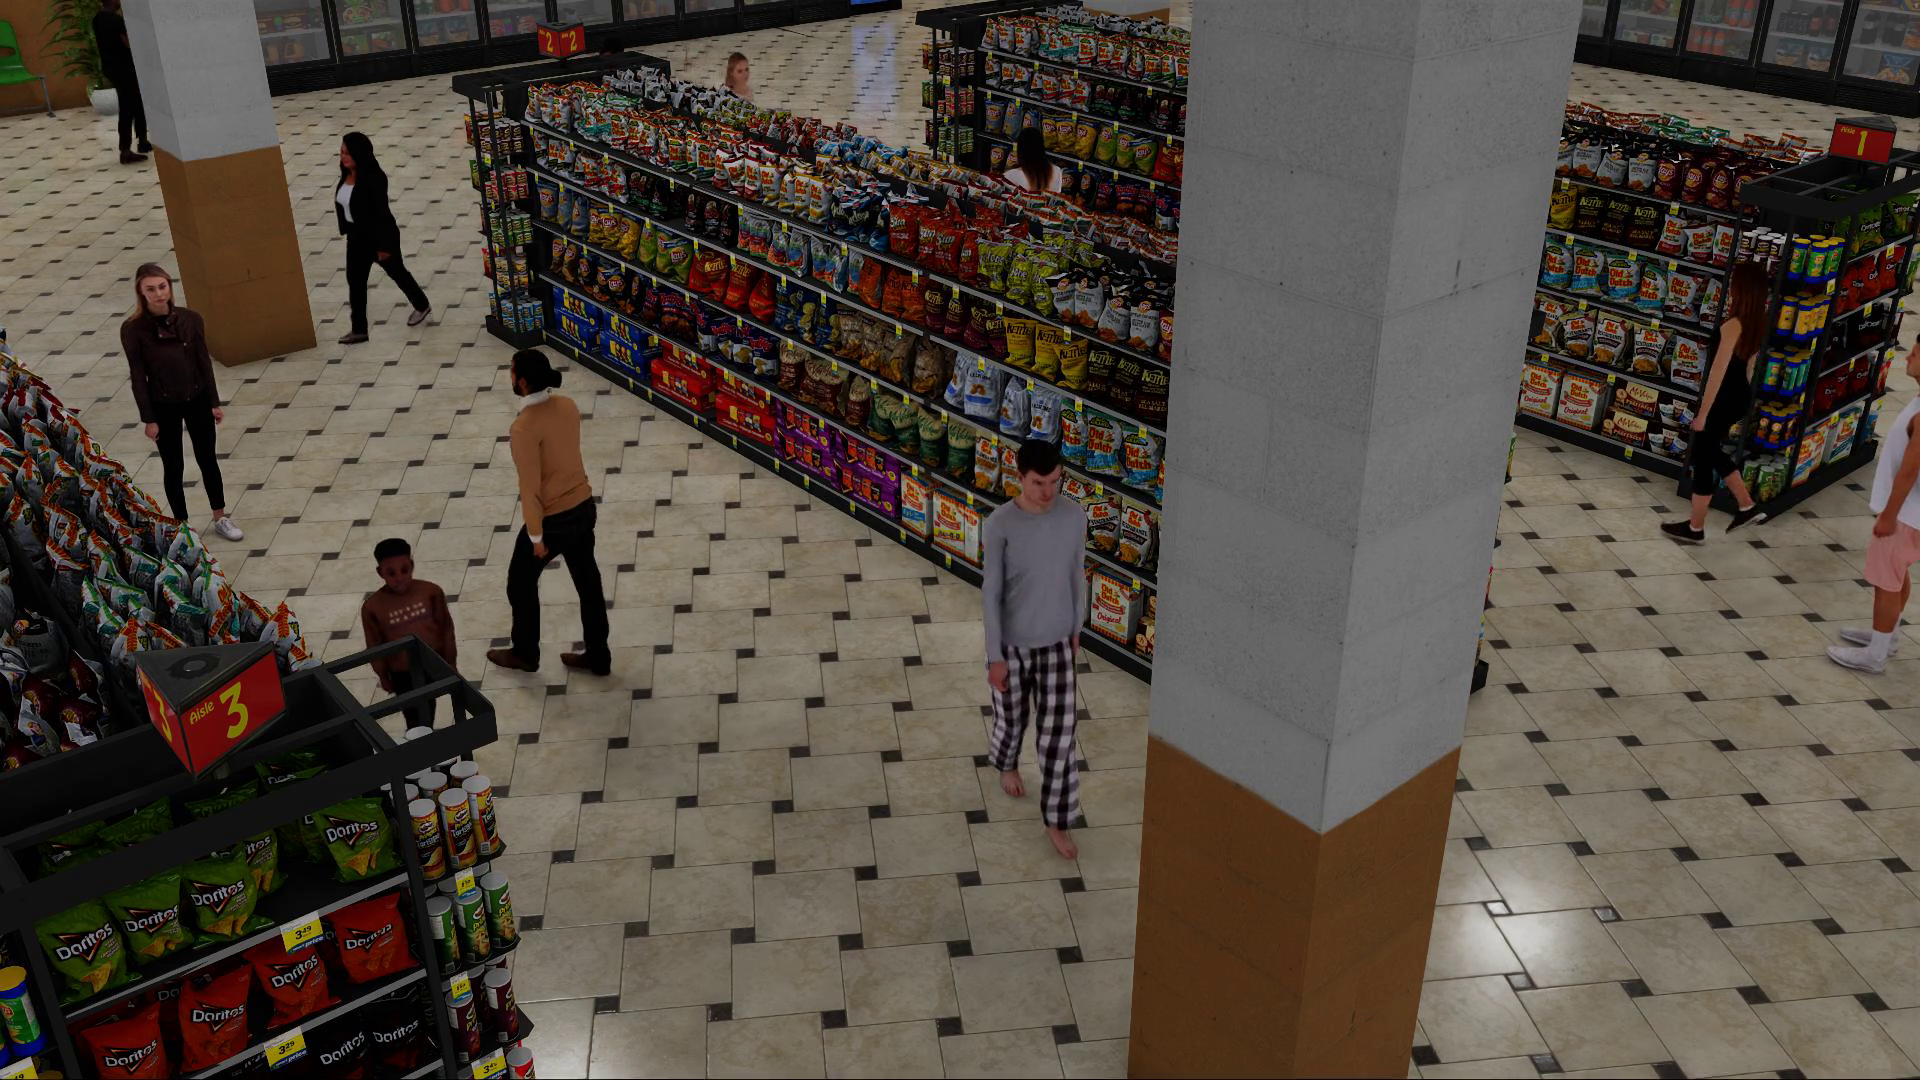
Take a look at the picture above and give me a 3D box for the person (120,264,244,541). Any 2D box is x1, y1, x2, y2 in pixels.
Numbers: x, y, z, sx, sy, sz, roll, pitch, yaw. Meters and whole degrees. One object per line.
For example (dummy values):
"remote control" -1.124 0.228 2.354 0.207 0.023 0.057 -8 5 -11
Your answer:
"person" -4.490 -0.766 9.566 0.607 1.705 0.502 -22 34 -37

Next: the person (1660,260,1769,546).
"person" 4.441 -0.729 9.484 0.597 1.714 0.781 -24 35 -38

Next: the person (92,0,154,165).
"person" -8.949 -4.892 17.597 0.732 1.800 0.785 24 35 38

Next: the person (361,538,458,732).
"person" -2.468 0.538 7.534 0.610 1.218 0.957 -15 30 -27

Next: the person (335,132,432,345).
"person" -4.444 -2.332 12.791 1.138 1.581 0.963 15 31 27

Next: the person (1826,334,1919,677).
"person" 4.754 -0.179 8.324 0.635 1.782 0.674 19 33 33

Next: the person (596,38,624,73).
"person" -3.371 -4.061 16.158 0.706 1.619 0.476 -12 29 -22

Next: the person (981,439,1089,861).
"person" 0.273 0.398 7.153 0.933 1.811 1.131 -6 28 -12

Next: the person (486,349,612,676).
"person" -1.921 -0.092 8.204 0.989 1.736 0.853 12 29 23

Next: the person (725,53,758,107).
"person" -2.027 -3.370 14.627 1.164 1.772 0.727 18 32 31

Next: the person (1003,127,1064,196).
"person" 0.532 -2.293 12.606 0.722 1.680 0.674 -14 30 -26
